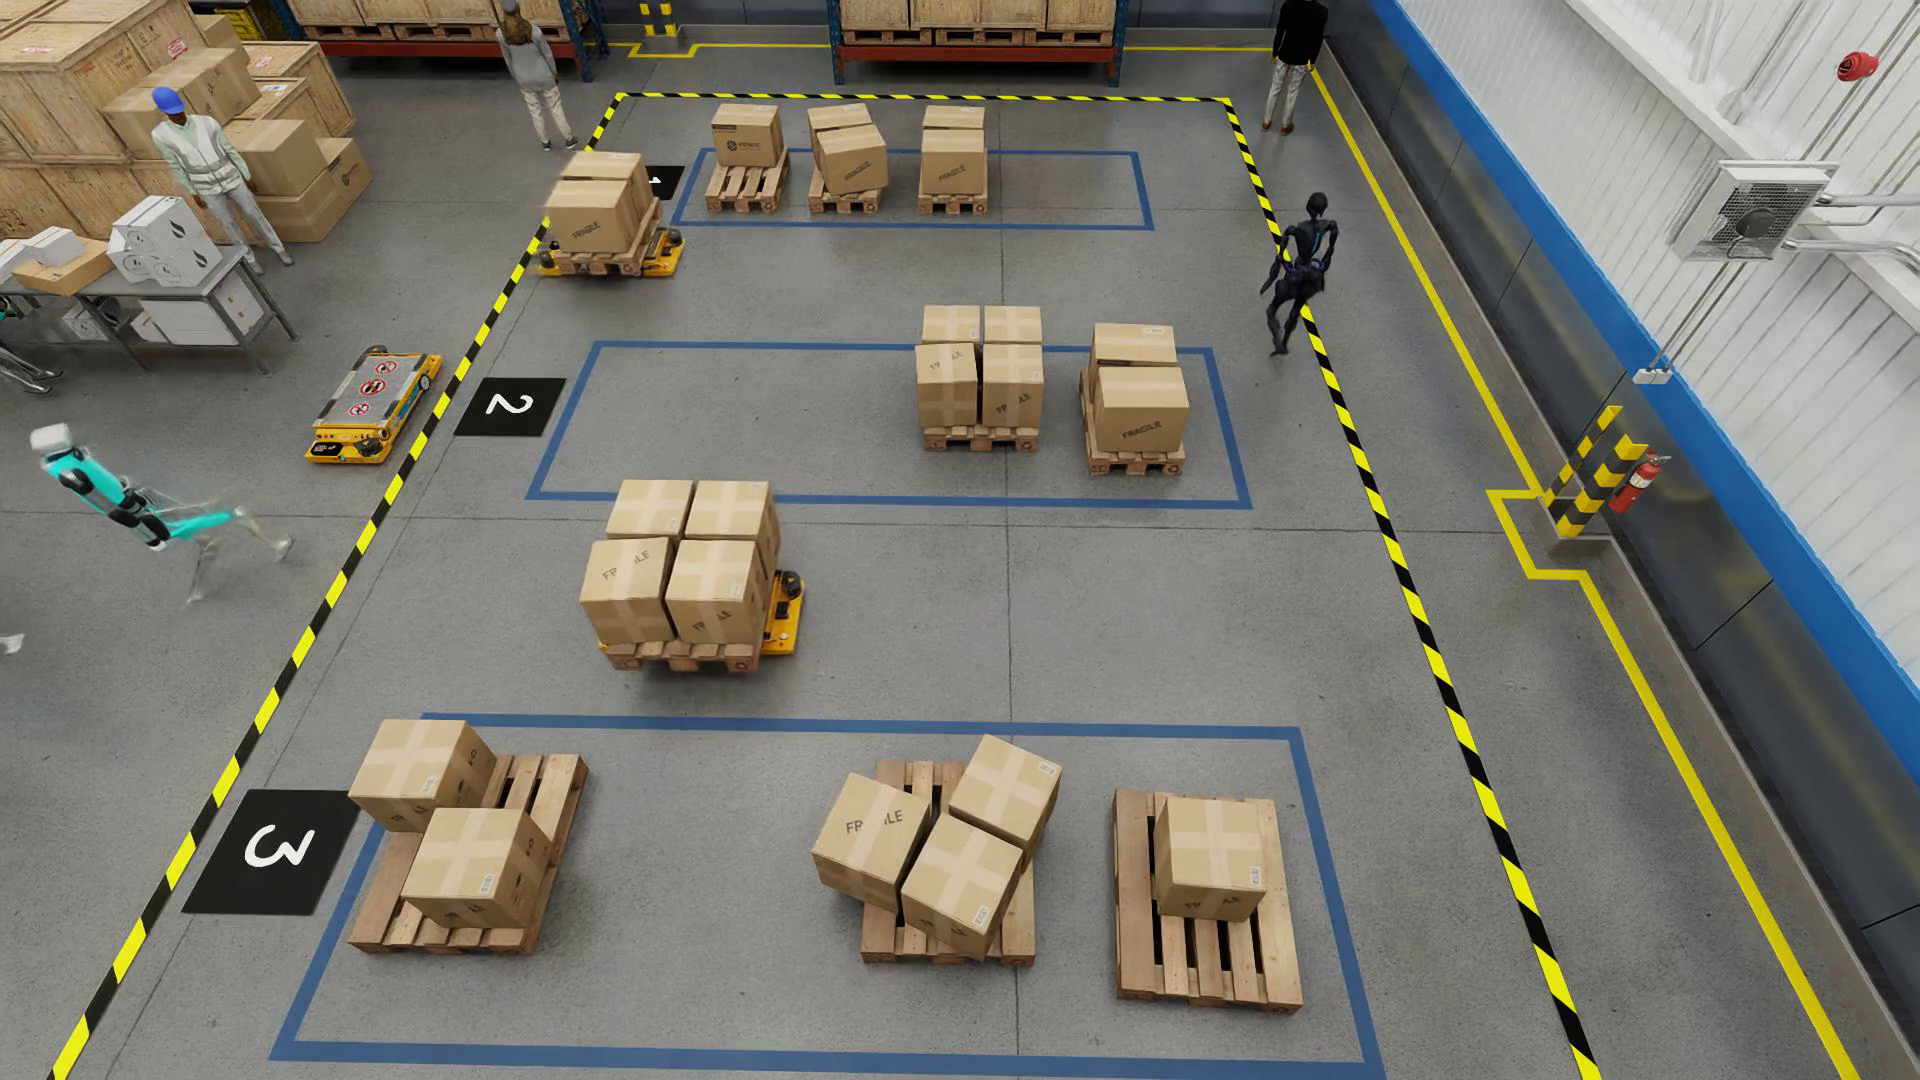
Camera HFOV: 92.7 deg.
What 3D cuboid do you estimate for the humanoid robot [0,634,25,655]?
[{"bbox_3d":[-7.297,0.429,6.069,0.536,1.797,0.776,8,50,7],"label":"humanoid robot"}]

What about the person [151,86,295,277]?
[{"bbox_3d":[-7.555,-3.639,9.356,0.605,1.939,0.409,-34,58,-25],"label":"person"}]

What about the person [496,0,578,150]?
[{"bbox_3d":[-5.175,-5.643,11.158,0.564,1.769,0.396,-5,50,-5],"label":"person"}]

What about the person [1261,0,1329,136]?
[{"bbox_3d":[4.154,-6.015,11.399,0.587,1.885,0.361,23,54,18],"label":"person"}]

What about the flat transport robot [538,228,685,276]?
[{"bbox_3d":[-3.802,-3.161,10.024,1.431,0.197,0.652,1,50,1],"label":"flat transport robot"}]

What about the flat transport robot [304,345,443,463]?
[{"bbox_3d":[-5.383,-1.269,8.441,0.659,0.231,1.431,1,50,1],"label":"flat transport robot"}]

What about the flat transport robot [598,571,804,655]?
[{"bbox_3d":[-1.936,0.530,6.901,1.431,0.197,0.652,1,50,1],"label":"flat transport robot"}]

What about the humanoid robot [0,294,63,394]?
[{"bbox_3d":[-8.744,-2.018,8.029,0.735,1.671,0.533,-6,50,-5],"label":"humanoid robot"}]

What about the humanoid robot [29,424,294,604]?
[{"bbox_3d":[-5.652,-0.266,6.679,1.050,1.788,0.530,-36,59,-27],"label":"humanoid robot"}]

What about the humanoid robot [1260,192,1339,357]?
[{"bbox_3d":[3.145,-2.388,8.458,0.600,1.646,0.454,-7,50,-6],"label":"humanoid robot"}]
